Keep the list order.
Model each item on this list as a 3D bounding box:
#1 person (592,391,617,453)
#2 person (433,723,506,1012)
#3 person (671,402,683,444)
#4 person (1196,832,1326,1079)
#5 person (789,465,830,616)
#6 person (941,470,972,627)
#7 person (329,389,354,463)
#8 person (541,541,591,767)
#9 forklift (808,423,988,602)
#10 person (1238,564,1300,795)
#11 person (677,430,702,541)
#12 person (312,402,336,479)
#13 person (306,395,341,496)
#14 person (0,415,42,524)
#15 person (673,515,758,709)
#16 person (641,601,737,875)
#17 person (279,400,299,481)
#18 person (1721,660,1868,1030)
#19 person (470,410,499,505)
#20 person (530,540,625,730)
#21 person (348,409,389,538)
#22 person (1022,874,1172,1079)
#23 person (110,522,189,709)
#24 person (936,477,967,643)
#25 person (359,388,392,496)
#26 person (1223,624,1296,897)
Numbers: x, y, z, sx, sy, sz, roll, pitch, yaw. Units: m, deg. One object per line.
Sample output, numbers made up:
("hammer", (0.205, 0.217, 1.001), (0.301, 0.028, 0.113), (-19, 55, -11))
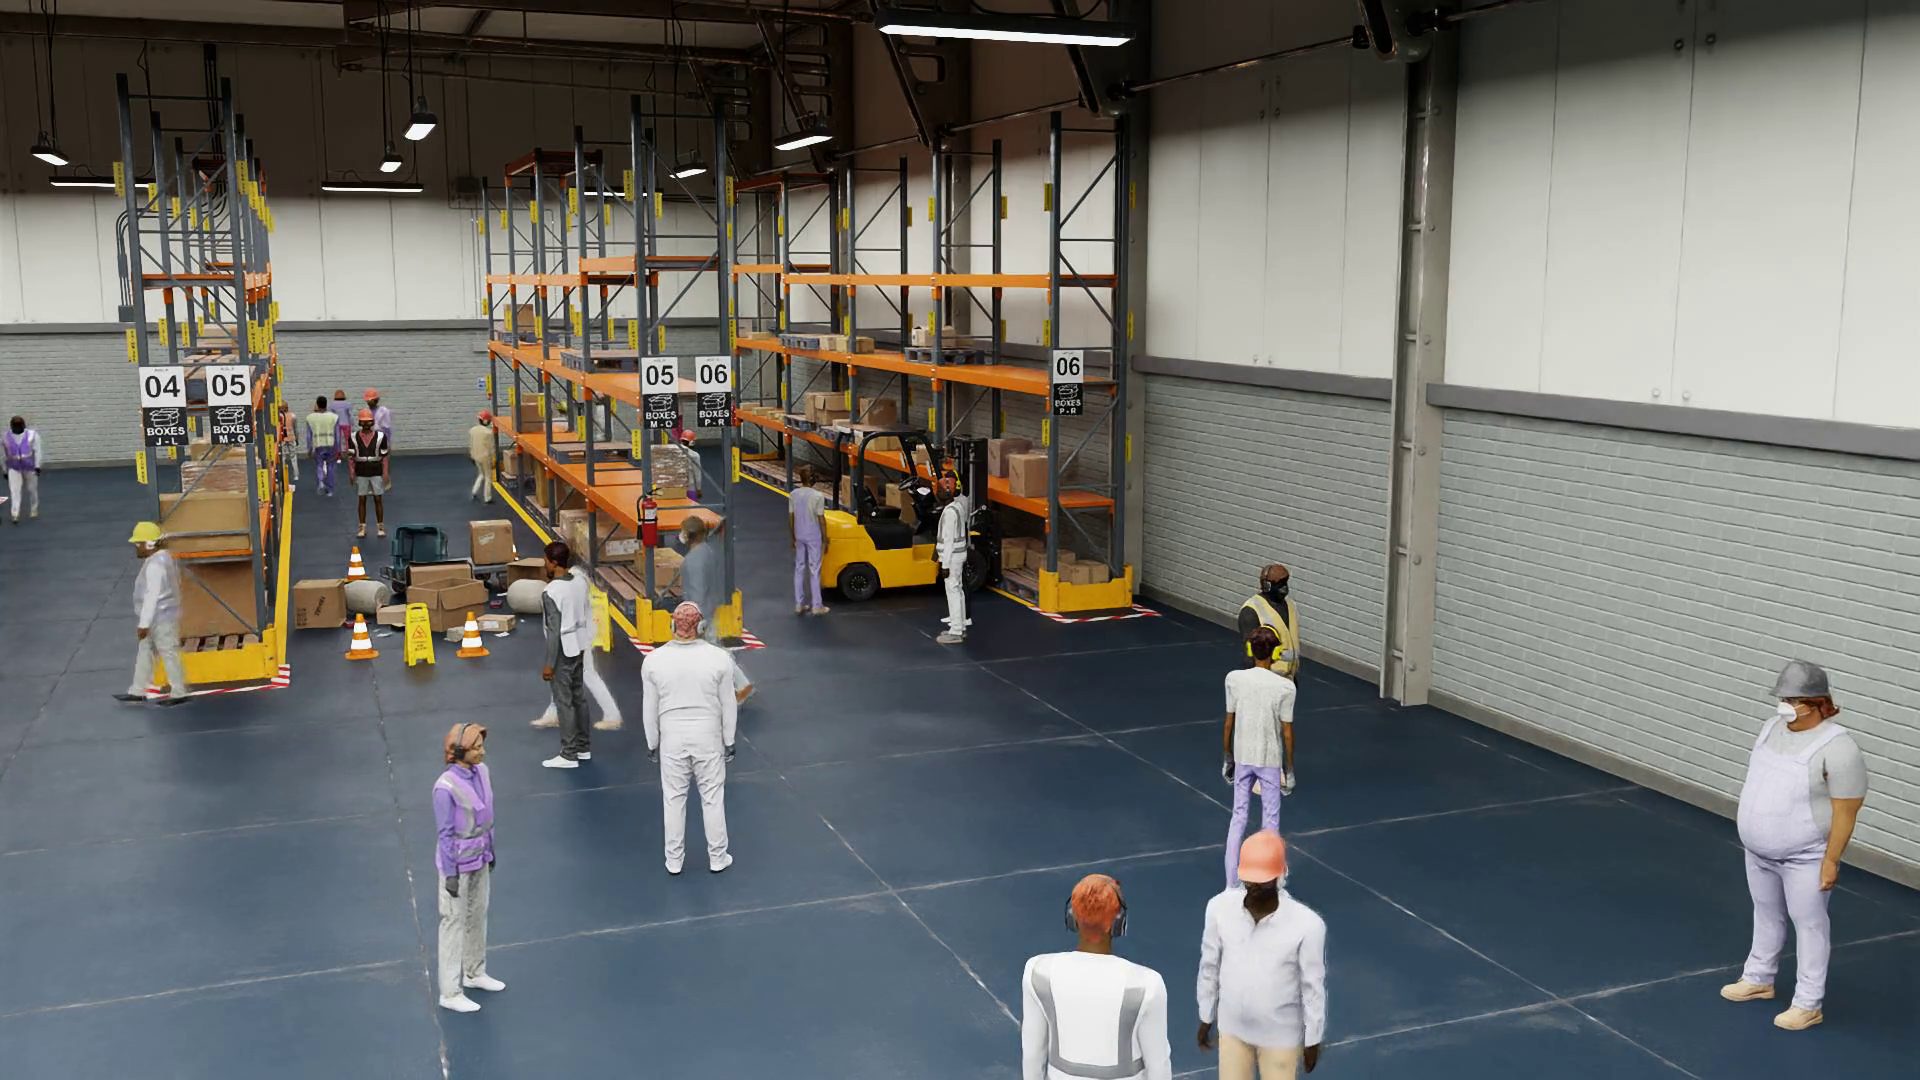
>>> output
("person", (-7.457, -2.294, 35.167), (0.736, 1.703, 0.572), (2, 9, 13))
("person", (-2.794, 1.831, 9.415), (0.315, 1.632, 0.522), (2, 9, 13))
("person", (-6.614, -2.876, 38.601), (0.309, 1.772, 0.525), (4, 10, 24))
("person", (1.335, 2.104, 7.344), (0.579, 1.740, 0.542), (6, 11, 31))
("person", (-1.836, 0.001, 20.255), (0.513, 1.845, 0.335), (4, 10, 26))
("person", (-0.042, 0.096, 19.630), (0.328, 1.861, 0.503), (-4, 10, -25))
("person", (-13.624, -2.500, 36.657), (0.507, 1.631, 0.266), (-3, 9, -16))
("person", (-3.317, 0.959, 14.002), (0.371, 1.915, 0.598), (2, 9, 15))
("forklift", (-0.830, -0.399, 21.676), (2.313, 2.155, 1.214), (-4, 10, -21))
("person", (2.502, 1.101, 13.342), (0.622, 1.845, 0.429), (-8, 12, -42))
("person", (-4.209, -0.835, 25.840), (0.564, 1.744, 0.354), (7, 11, 36))
("person", (-12.876, -2.005, 33.564), (0.513, 1.618, 0.447), (-1, 9, -7))
("person", (-11.893, -1.752, 31.130), (0.590, 1.904, 0.435), (-3, 10, -19))
("person", (-15.820, -1.214, 28.059), (0.625, 1.801, 0.922), (-4, 10, -26))
("person", (-2.411, 0.698, 15.707), (0.966, 1.905, 0.643), (1, 9, 4))
("person", (-1.853, 1.365, 11.475), (0.638, 1.910, 0.407), (-1, 9, -4))
("person", (-13.566, -1.988, 33.458), (0.514, 1.633, 0.317), (-6, 11, -33))
("person", (4.573, 1.659, 9.203), (0.538, 2.000, 0.687), (-3, 9, -17))
("person", (-8.549, -1.486, 29.962), (0.584, 1.729, 0.375), (6, 11, 35))
("person", (-3.458, 0.866, 15.021), (0.809, 1.785, 0.523), (-3, 9, -16))
("person", (-9.320, -1.048, 26.223), (0.608, 2.048, 0.369), (-2, 9, -15))
("person", (0.522, 2.191, 6.355), (0.576, 1.882, 0.355), (3, 9, 17))
("person", (-7.762, 0.730, 15.775), (0.755, 1.801, 0.609), (-4, 10, -23))
("person", (-0.099, 0.221, 18.786), (0.349, 1.877, 0.576), (1, 9, 7))
("person", (-10.996, -1.843, 31.282), (0.636, 2.024, 0.486), (2, 9, 13))
("person", (1.965, 1.476, 10.949), (0.505, 1.861, 0.328), (5, 11, 31))
